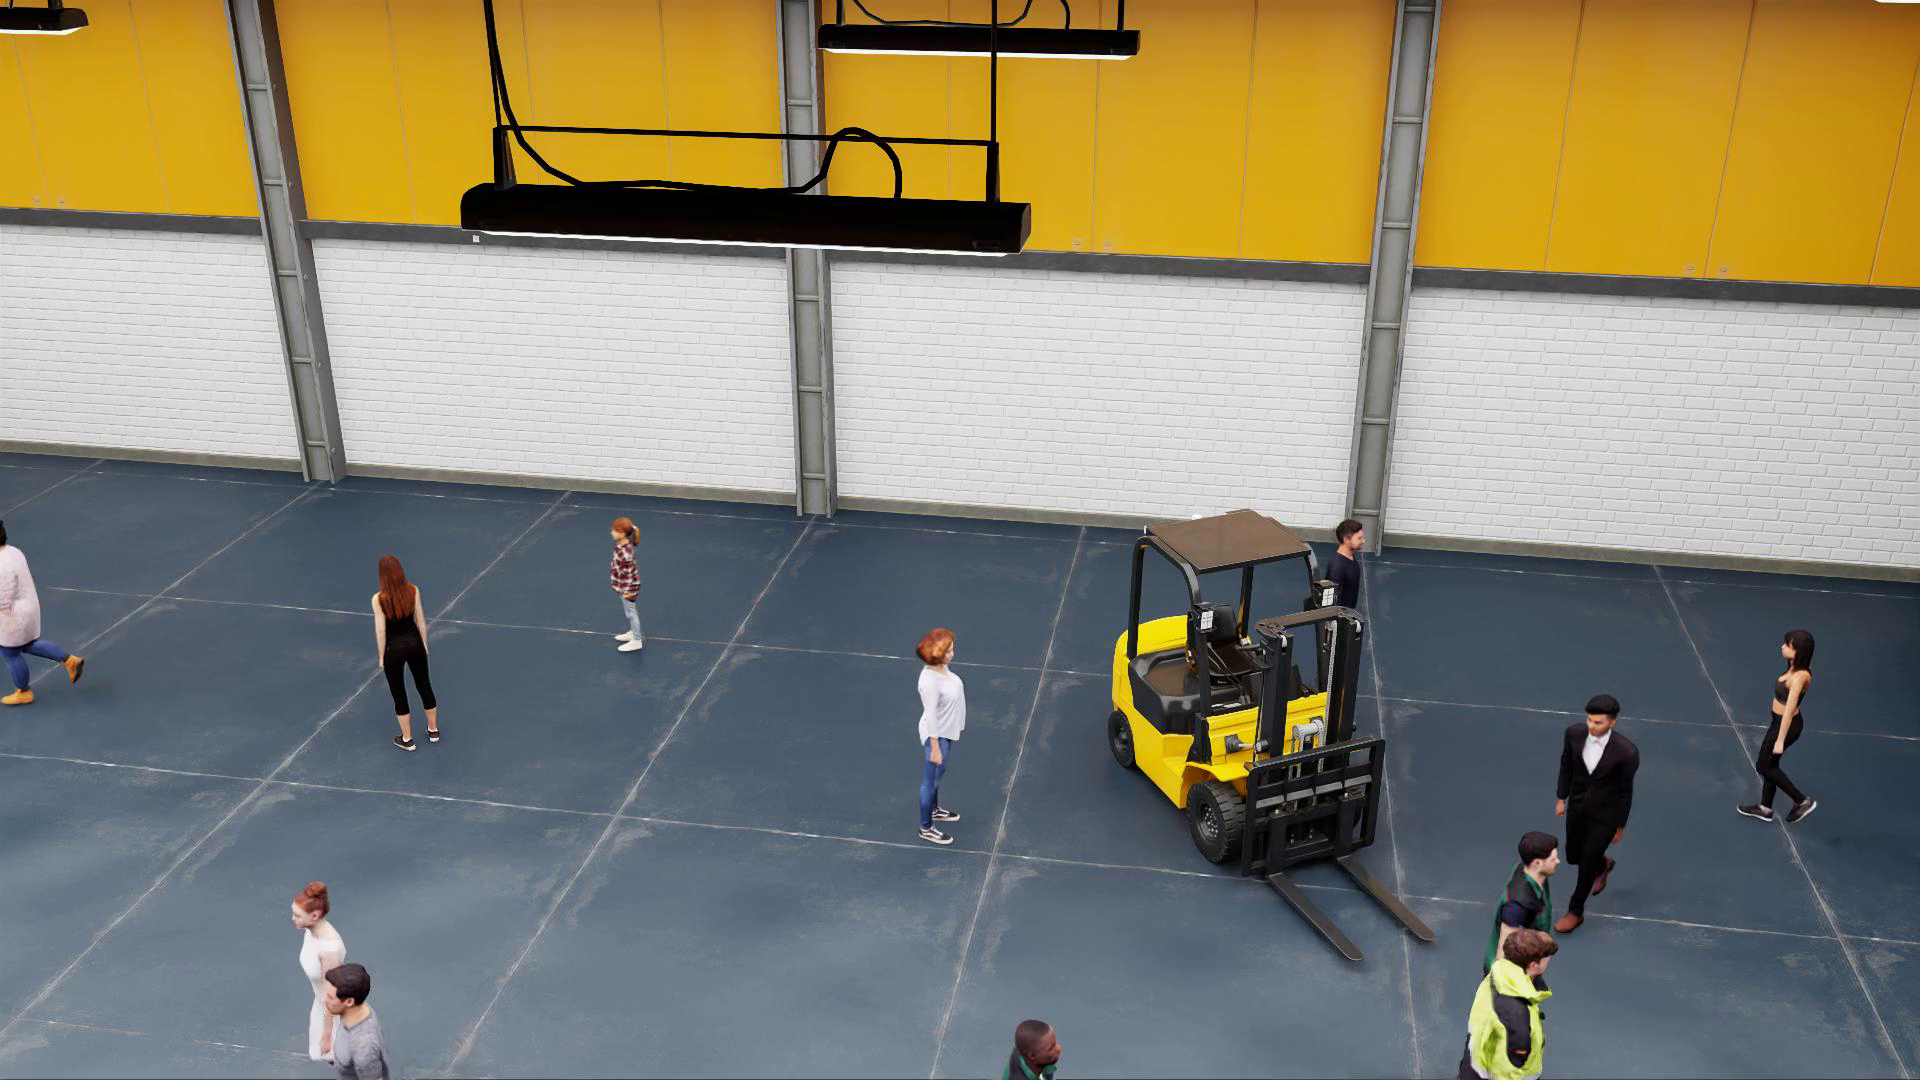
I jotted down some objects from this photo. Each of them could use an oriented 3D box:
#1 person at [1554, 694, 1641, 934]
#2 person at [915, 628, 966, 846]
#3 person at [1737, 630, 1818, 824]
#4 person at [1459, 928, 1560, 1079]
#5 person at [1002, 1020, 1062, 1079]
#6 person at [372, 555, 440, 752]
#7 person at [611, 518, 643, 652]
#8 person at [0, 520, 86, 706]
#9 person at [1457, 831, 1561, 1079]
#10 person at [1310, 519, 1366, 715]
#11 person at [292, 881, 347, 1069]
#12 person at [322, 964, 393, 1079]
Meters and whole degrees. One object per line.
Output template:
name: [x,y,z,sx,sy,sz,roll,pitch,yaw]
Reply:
person: [4.463,1.846,11.507,1.096,1.842,1.056,-19,30,-36]
person: [-0.188,1.446,12.587,0.567,1.709,0.625,4,24,10]
person: [6.348,1.462,12.650,0.820,1.630,0.673,11,26,23]
person: [2.822,2.907,8.937,0.810,1.957,0.769,6,24,13]
person: [0.262,3.171,8.489,0.680,1.833,0.696,4,24,10]
person: [-4.611,0.919,13.774,0.642,1.726,0.695,-17,29,-34]
person: [-3.092,0.396,15.495,0.628,1.305,0.605,-5,24,-12]
person: [-8.130,0.621,14.453,1.045,1.727,0.892,-5,24,-11]
person: [3.192,2.533,9.885,0.780,1.883,0.779,10,25,21]
person: [3.172,0.682,14.115,0.773,1.886,0.721,9,25,20]
person: [-3.486,2.703,9.622,0.783,1.781,0.715,-19,30,-36]
person: [-3.004,3.014,8.819,0.885,1.855,0.822,-8,25,-18]
